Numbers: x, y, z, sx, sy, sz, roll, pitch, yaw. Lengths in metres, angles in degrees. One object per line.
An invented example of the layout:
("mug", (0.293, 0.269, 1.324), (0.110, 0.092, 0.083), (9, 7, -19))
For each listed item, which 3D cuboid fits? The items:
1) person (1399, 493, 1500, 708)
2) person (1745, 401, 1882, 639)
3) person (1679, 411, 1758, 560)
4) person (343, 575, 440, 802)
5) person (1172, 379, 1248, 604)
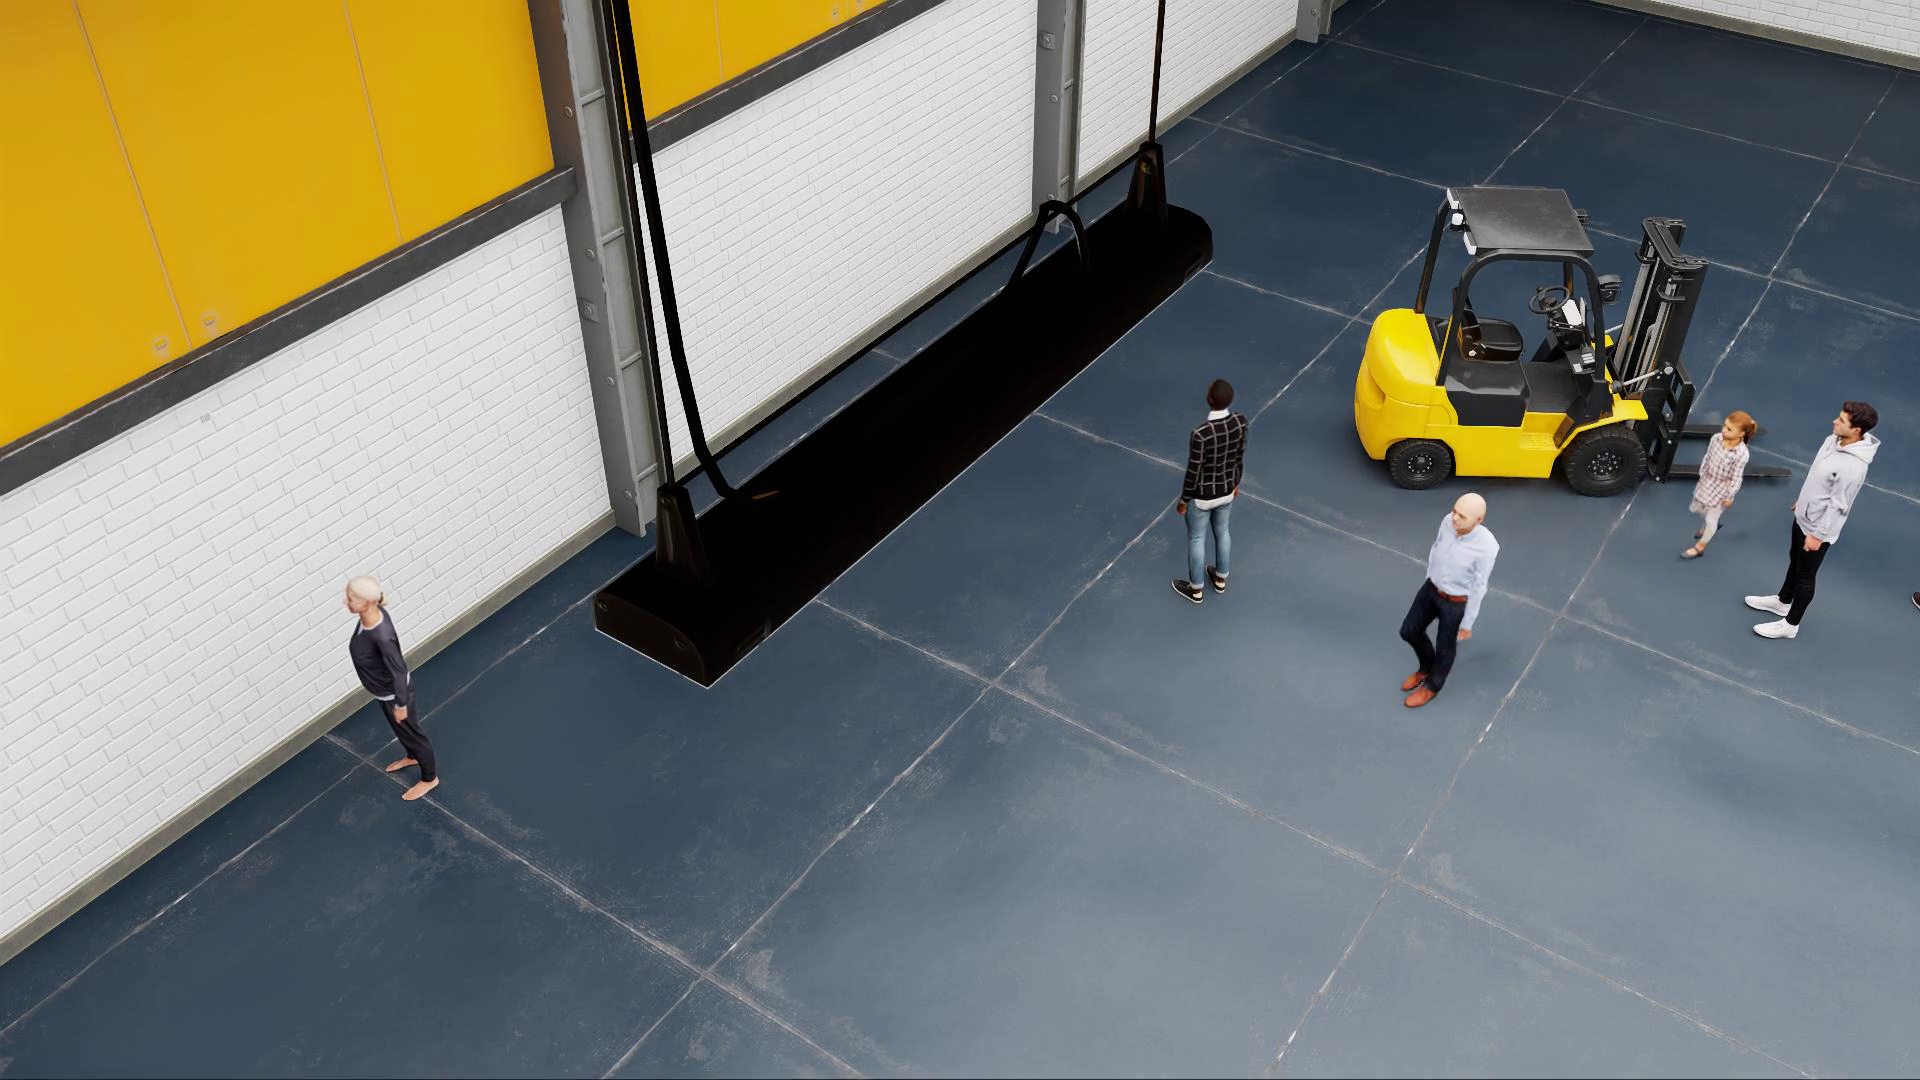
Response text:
("person", (3.279, 0.376, 10.994), (0.765, 1.781, 0.770), (-22, 43, -25))
("person", (5.965, -0.150, 11.533), (0.835, 1.930, 0.699), (6, 39, 8))
("person", (5.706, -0.424, 12.379), (0.755, 1.303, 0.686), (-14, 41, -17))
("person", (-3.556, 0.889, 10.397), (0.656, 1.725, 0.677), (-21, 43, -24))
("person", (1.795, -0.346, 11.868), (0.652, 1.819, 0.805), (-19, 42, -22))
